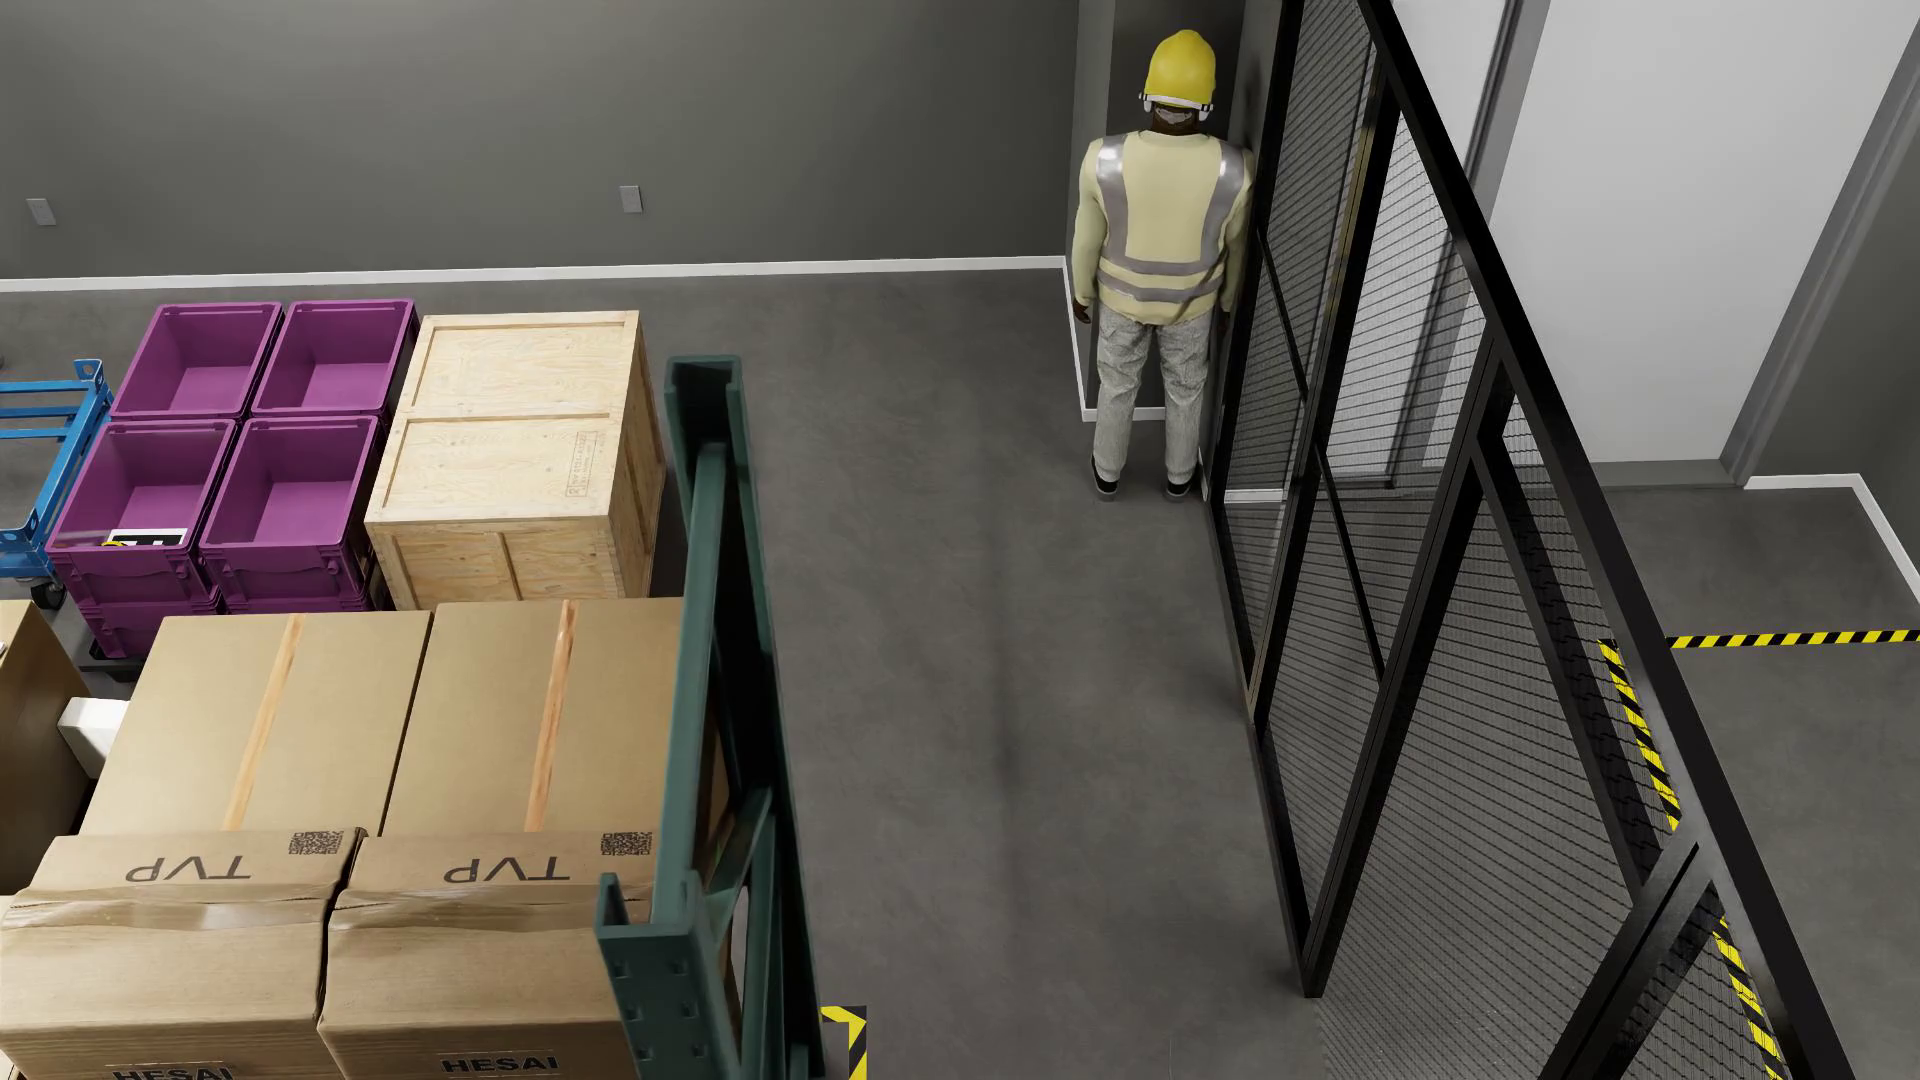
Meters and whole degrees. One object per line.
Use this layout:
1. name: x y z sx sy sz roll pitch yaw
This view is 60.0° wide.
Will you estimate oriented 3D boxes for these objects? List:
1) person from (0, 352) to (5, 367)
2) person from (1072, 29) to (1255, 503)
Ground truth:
1. person: -4.037 -1.280 5.979 0.376 1.939 0.629 -2 46 -2
2. person: 0.676 -0.870 5.659 0.598 1.830 0.403 4 46 4
